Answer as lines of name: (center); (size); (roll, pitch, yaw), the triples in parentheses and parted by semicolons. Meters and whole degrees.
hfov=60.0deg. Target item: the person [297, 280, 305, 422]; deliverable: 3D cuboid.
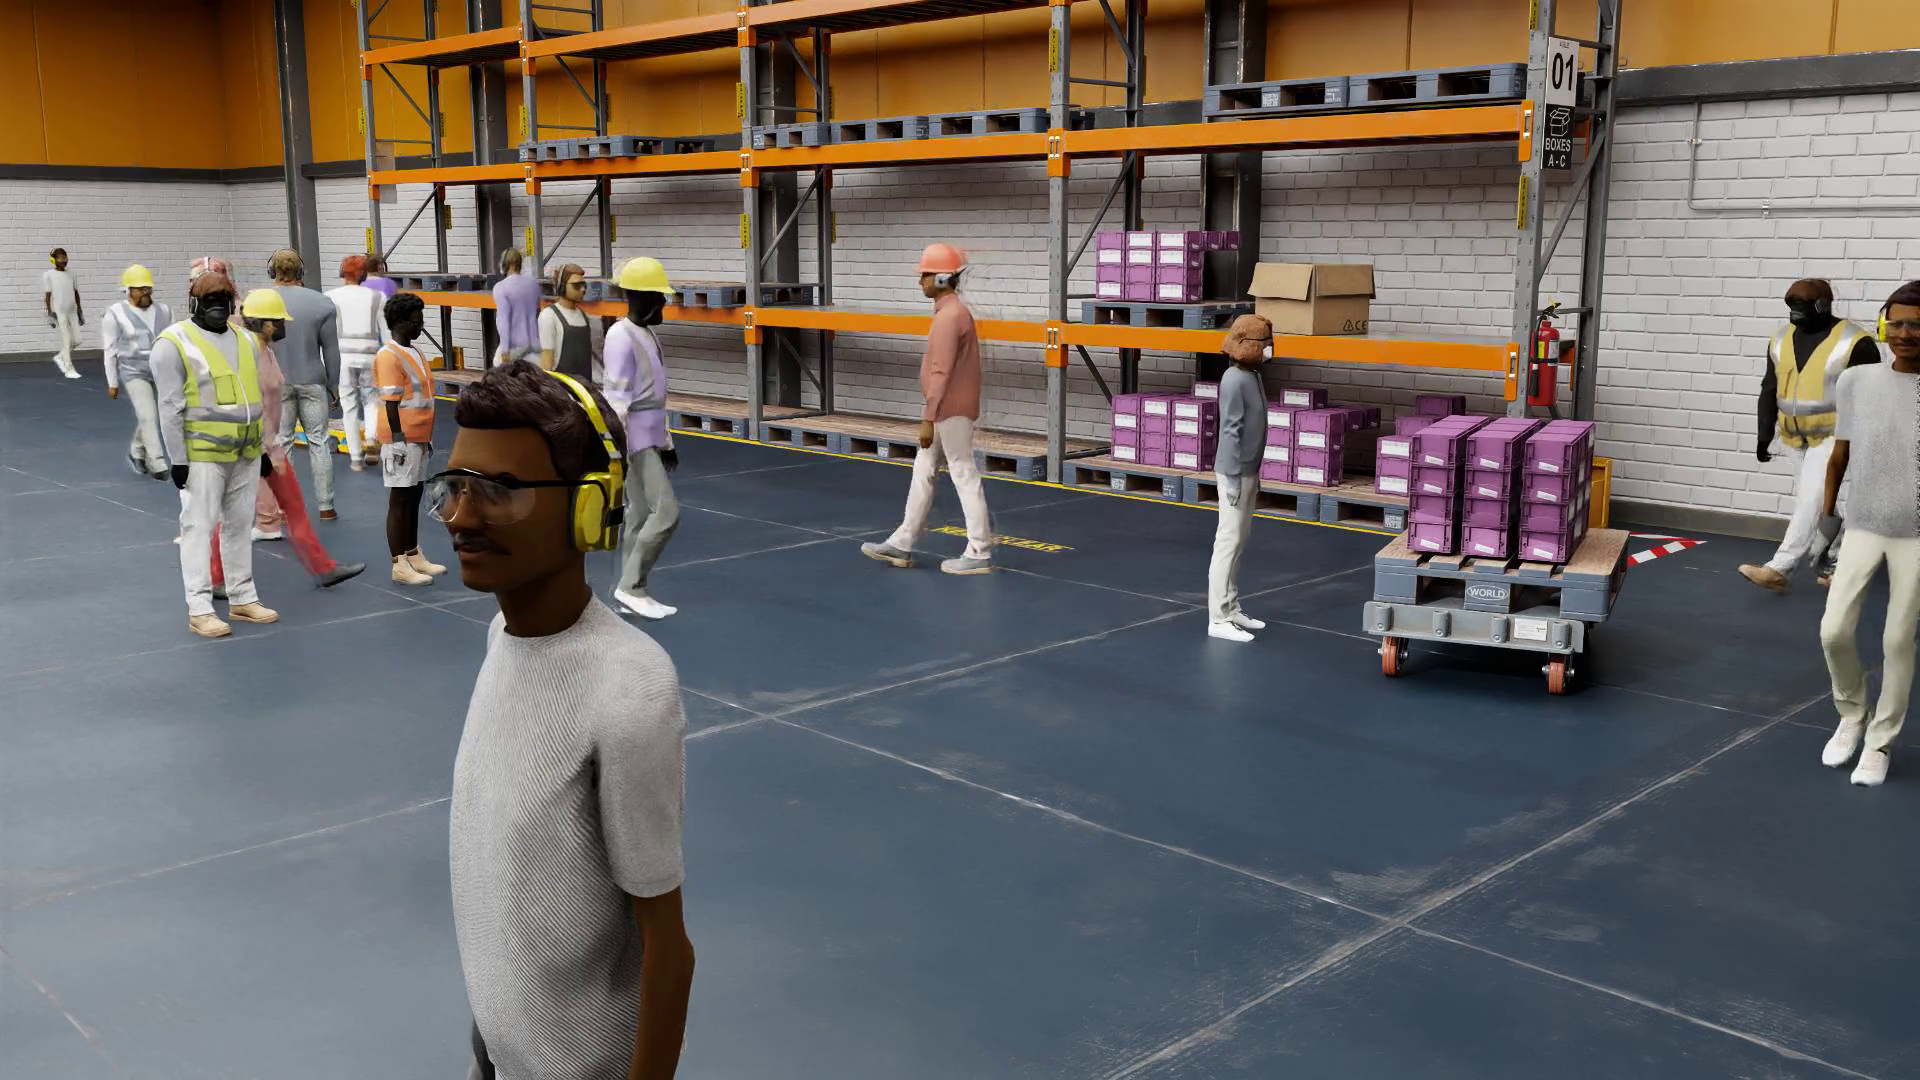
person: (-6.413, -1.751, 16.225); (0.654, 1.609, 0.528); (6, 12, 30)

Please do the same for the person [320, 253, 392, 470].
person: (-5.159, -1.508, 14.232); (0.597, 1.873, 0.485); (-5, 12, -25)

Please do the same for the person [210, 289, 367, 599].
person: (-3.815, -0.525, 9.265); (0.889, 1.720, 0.575); (-1, 10, -7)

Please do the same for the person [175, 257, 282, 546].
person: (-4.862, -0.897, 10.881); (0.760, 1.876, 0.640); (0, 10, -1)

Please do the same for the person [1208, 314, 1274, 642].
person: (1.423, -0.319, 8.394); (0.266, 1.631, 0.507); (4, 11, 22)

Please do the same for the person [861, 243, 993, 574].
person: (-0.214, -0.761, 9.892); (0.905, 1.960, 0.647); (0, 10, 1)

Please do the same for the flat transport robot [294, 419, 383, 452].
flat transport robot: (-5.891, -1.006, 15.860); (1.431, 0.197, 0.652); (7, 13, 35)

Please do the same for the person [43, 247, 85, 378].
person: (-12.746, -3.225, 23.648); (0.535, 1.851, 0.540); (5, 12, 27)

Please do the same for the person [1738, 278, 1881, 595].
person: (4.839, -0.583, 9.432); (0.979, 1.774, 0.675); (-5, 12, -26)

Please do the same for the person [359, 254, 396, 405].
person: (-6.875, -2.453, 19.604); (0.569, 1.809, 0.955); (-8, 13, -36)

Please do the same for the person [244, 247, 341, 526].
person: (-4.652, -1.064, 11.628); (0.630, 1.940, 0.372); (-5, 11, -24)

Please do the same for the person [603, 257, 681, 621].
person: (-1.650, -0.519, 8.747); (0.430, 1.912, 0.585); (0, 10, 0)

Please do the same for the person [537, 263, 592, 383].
person: (-2.779, -1.024, 11.695); (0.612, 1.833, 0.524); (5, 12, 26)

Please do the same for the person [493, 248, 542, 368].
person: (-4.429, -1.918, 16.420); (0.978, 1.884, 0.646); (6, 12, 30)

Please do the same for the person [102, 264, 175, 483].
person: (-6.792, -1.388, 13.811); (0.892, 1.794, 0.588); (6, 12, 31)

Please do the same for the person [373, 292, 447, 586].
person: (-3.215, -0.589, 9.697); (0.318, 1.696, 0.532); (0, 10, -1)

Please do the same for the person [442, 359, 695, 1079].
person: (-0.521, 0.706, 2.149); (0.328, 1.877, 0.514); (-8, 13, -36)

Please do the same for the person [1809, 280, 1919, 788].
person: (3.399, -0.008, 6.082); (0.549, 1.856, 0.386); (9, 13, 39)

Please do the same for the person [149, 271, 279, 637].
person: (-3.780, -0.443, 8.513); (0.430, 1.840, 0.625); (5, 11, 24)
